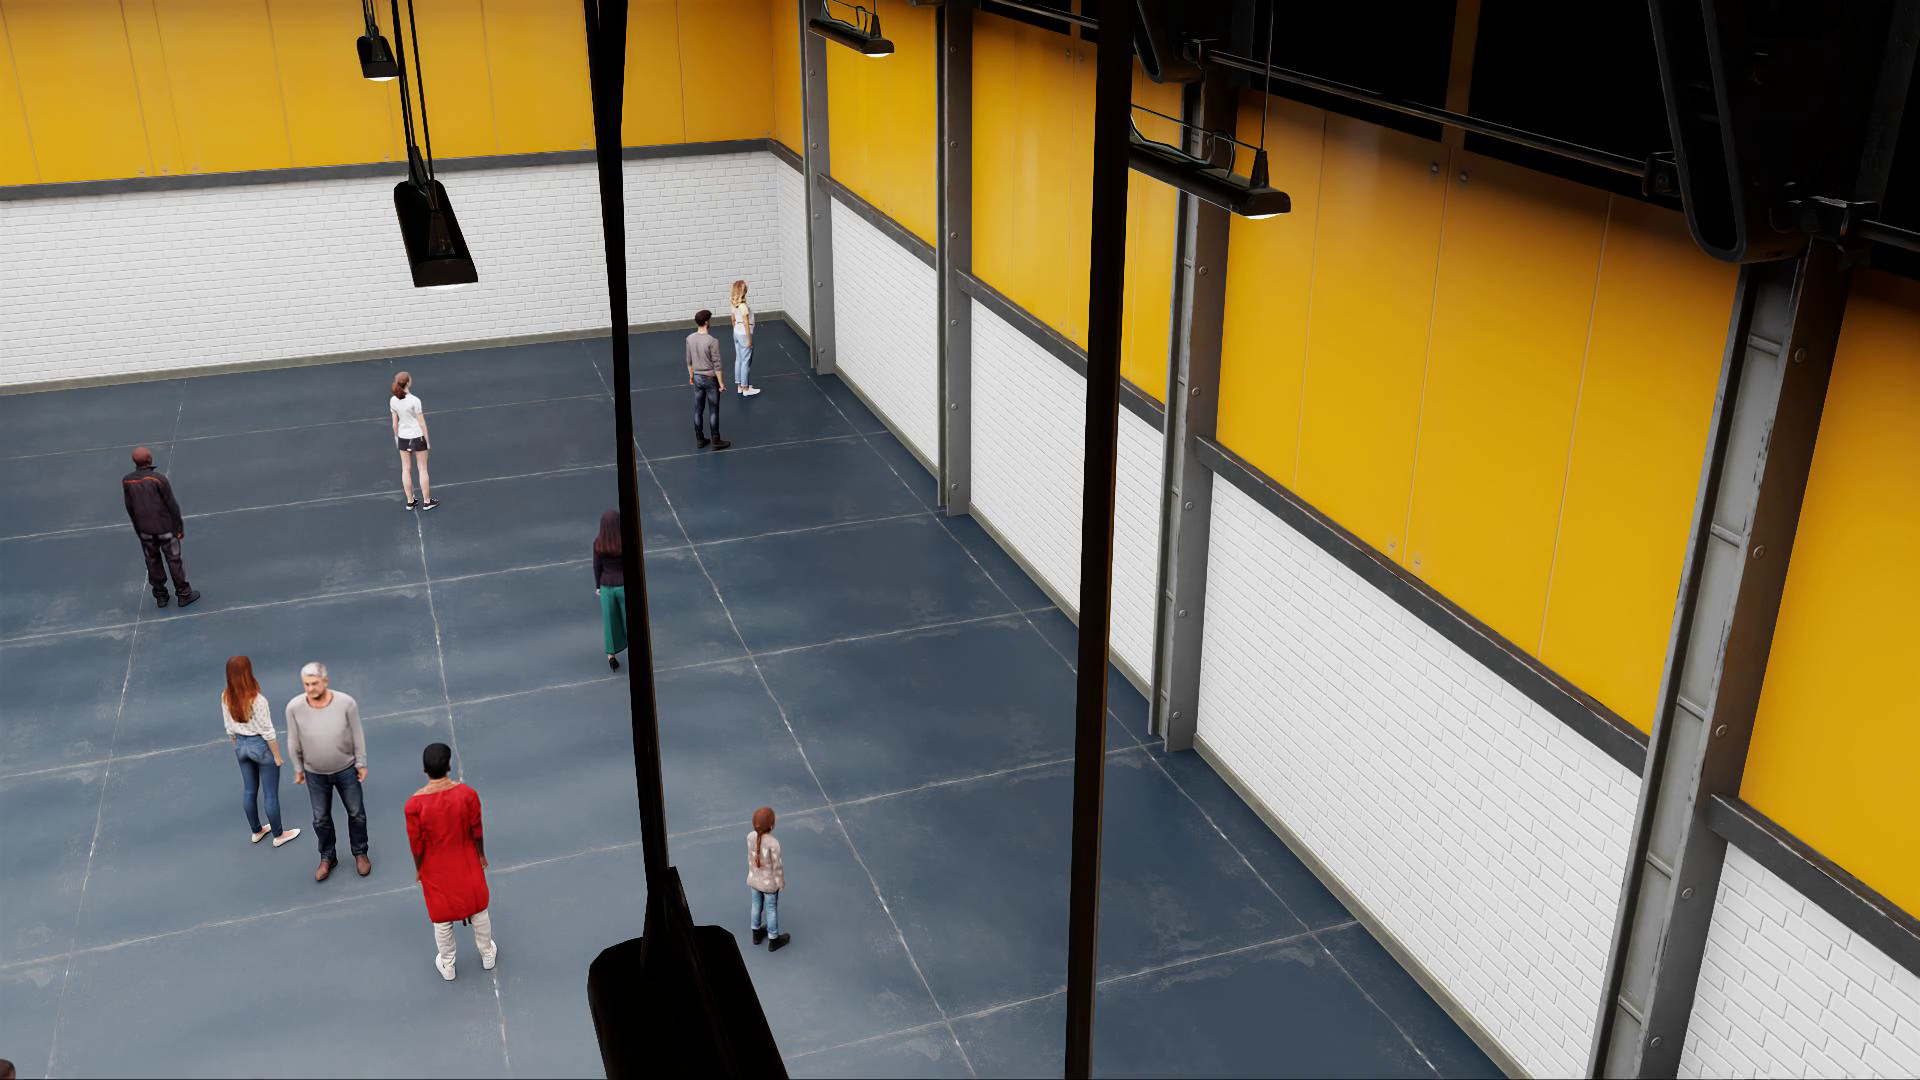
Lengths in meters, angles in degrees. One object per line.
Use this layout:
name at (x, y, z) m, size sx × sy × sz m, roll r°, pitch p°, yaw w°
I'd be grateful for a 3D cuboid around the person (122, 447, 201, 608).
person at (-8.641, -0.147, 17.890) m, size 0.769 × 1.826 × 0.718 m, roll -1°, pitch 24°, yaw -2°

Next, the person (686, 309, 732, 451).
person at (-3.427, -2.157, 22.390) m, size 0.754 × 1.903 × 0.822 m, roll 11°, pitch 26°, yaw 24°

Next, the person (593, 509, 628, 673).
person at (-3.391, 0.504, 16.507) m, size 0.702 × 1.739 × 0.683 m, roll 3°, pitch 24°, yaw 7°

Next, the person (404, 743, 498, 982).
person at (-3.714, 2.337, 12.137) m, size 0.688 × 1.881 × 0.602 m, roll -10°, pitch 26°, yaw -22°

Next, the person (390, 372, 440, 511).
person at (-6.739, -1.220, 20.436) m, size 0.662 × 1.752 × 0.683 m, roll 2°, pitch 24°, yaw 6°

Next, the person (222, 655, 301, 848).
person at (-5.821, 1.726, 13.724) m, size 0.651 × 1.728 × 0.685 m, roll 8°, pitch 25°, yaw 17°

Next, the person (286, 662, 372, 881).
person at (-5.032, 1.810, 13.306) m, size 0.762 × 1.910 × 0.680 m, roll -4°, pitch 24°, yaw -10°

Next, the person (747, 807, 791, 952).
person at (-1.474, 2.543, 12.525) m, size 0.531 × 1.193 × 0.607 m, roll 14°, pitch 27°, yaw 30°

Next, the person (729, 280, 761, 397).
person at (-3.204, -2.988, 24.515) m, size 0.736 × 1.723 × 0.573 m, roll -15°, pitch 28°, yaw -31°
